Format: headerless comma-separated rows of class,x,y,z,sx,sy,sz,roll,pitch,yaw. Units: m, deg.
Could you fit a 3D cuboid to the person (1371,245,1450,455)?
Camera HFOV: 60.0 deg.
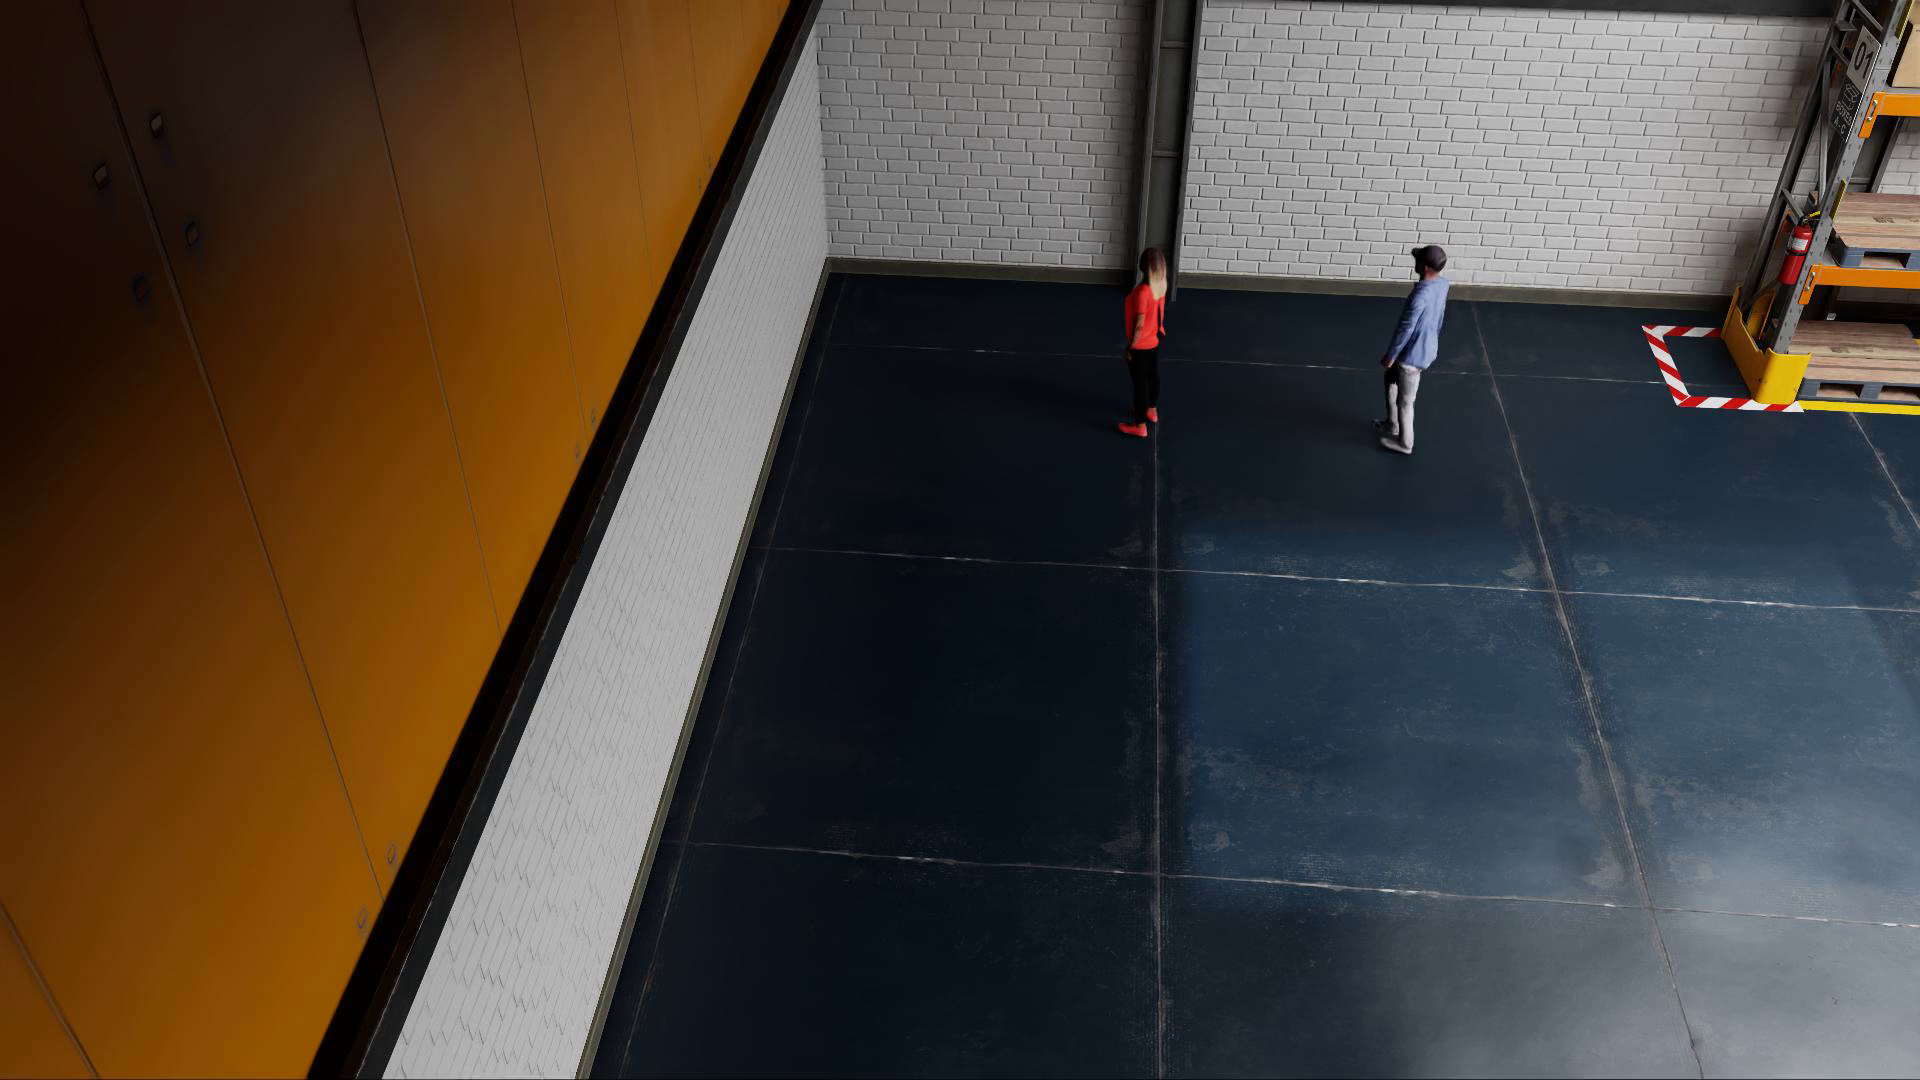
person,3.715,-1.477,13.340,0.859,1.874,0.809,25,45,28

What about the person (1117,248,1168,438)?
person,1.539,-1.638,13.685,0.664,1.694,0.663,19,42,22
